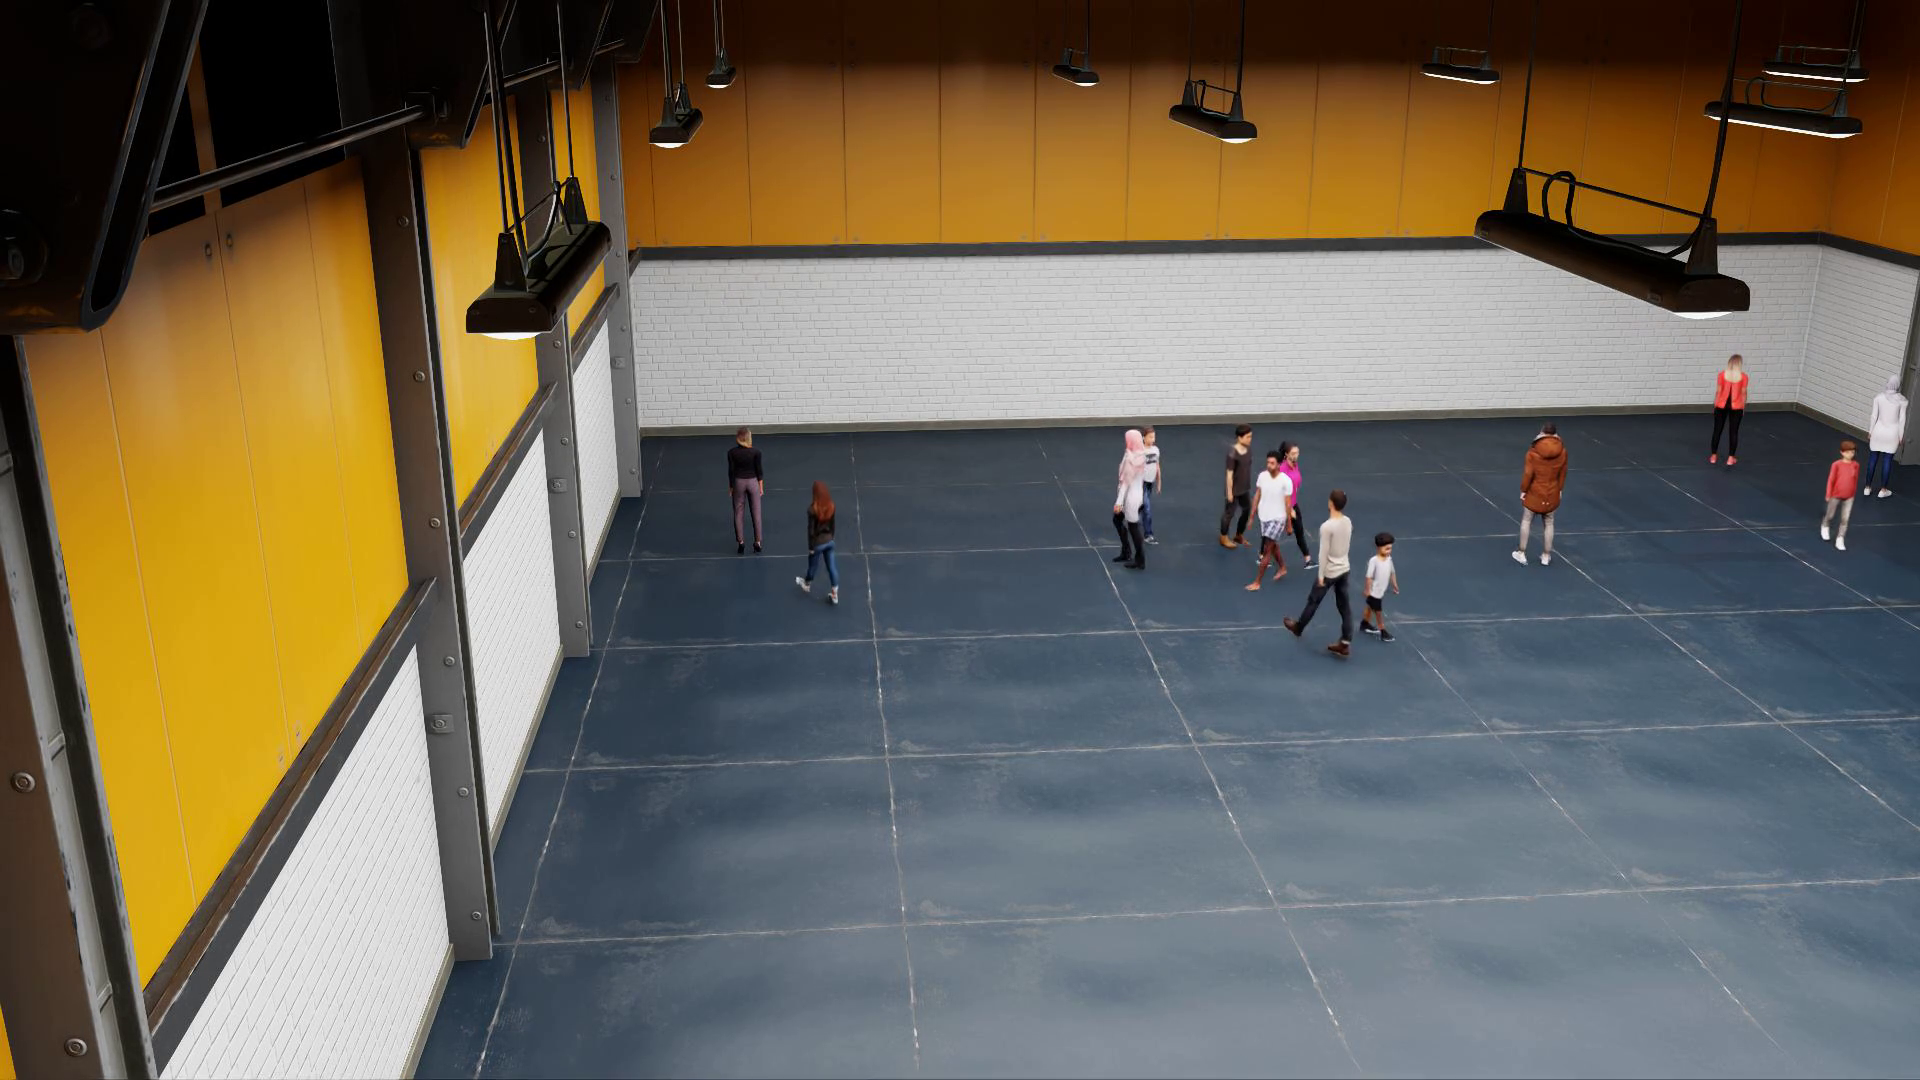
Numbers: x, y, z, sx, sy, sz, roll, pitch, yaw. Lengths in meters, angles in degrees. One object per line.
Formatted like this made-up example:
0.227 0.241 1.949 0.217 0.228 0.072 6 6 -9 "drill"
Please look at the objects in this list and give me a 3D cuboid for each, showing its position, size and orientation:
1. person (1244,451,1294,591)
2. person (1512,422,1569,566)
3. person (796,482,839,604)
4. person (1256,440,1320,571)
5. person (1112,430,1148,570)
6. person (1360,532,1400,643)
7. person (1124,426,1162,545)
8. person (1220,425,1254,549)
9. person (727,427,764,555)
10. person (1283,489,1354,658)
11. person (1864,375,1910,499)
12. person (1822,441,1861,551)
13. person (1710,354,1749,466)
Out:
3.843 -0.251 20.221 1.138 1.681 1.155 -16 25 -40 "person"
7.341 -0.577 20.949 0.725 1.835 0.701 1 19 2 "person"
-1.589 0.054 19.682 0.894 1.447 1.035 -14 23 -36 "person"
3.961 -0.416 20.754 1.133 1.654 1.021 17 25 40 "person"
2.240 -0.479 20.730 0.802 1.788 0.722 4 19 12 "person"
4.651 0.494 18.712 0.730 1.232 0.867 -15 24 -38 "person"
2.397 -0.759 21.975 0.850 1.524 1.122 -11 22 -30 "person"
3.540 -0.711 21.582 0.795 1.684 0.847 -16 24 -39 "person"
-2.755 -0.637 21.384 0.601 1.671 0.534 -2 19 -7 "person"
4.135 0.402 18.070 1.028 1.816 1.241 -13 23 -34 "person"
13.223 -1.494 23.763 0.672 1.776 0.744 17 25 40 "person"
11.499 -0.612 21.736 0.695 1.398 0.978 4 19 11 "person"
11.746 -2.004 25.408 0.679 1.693 0.710 11 22 30 "person"
